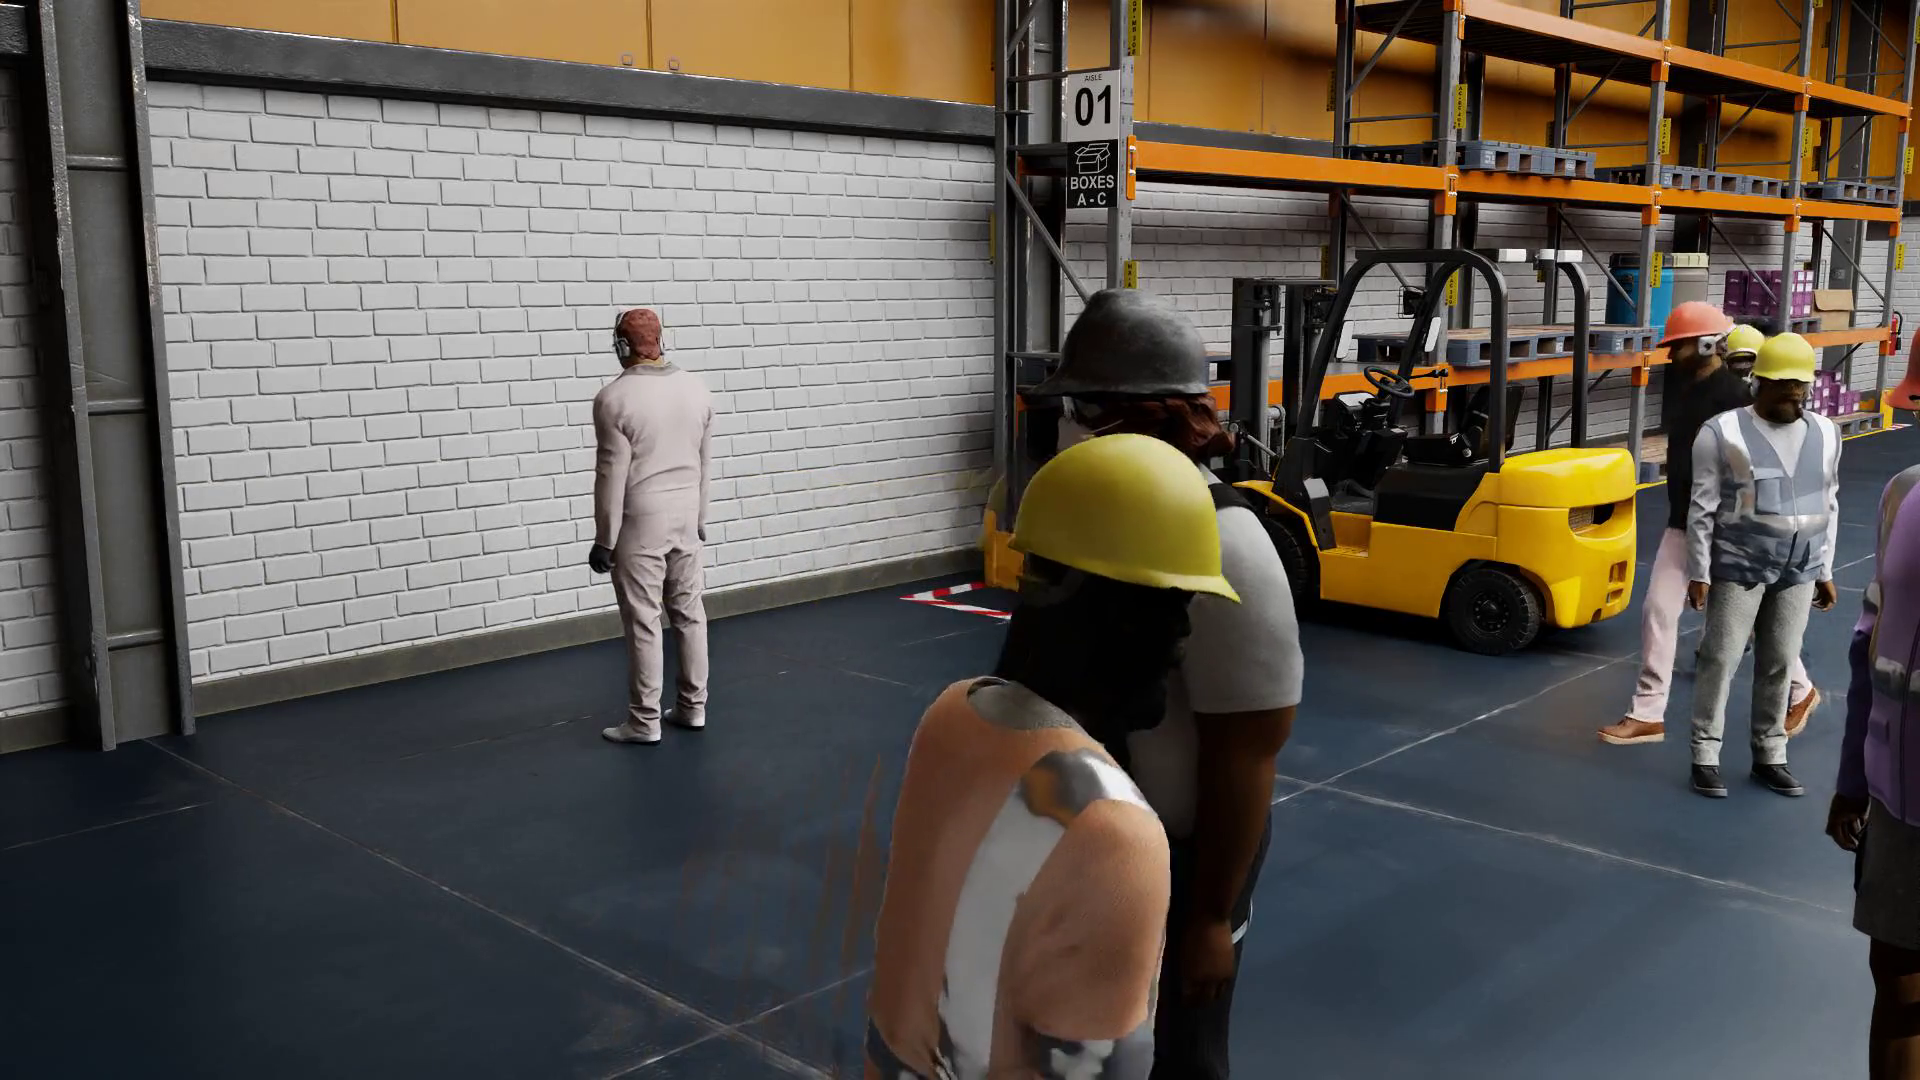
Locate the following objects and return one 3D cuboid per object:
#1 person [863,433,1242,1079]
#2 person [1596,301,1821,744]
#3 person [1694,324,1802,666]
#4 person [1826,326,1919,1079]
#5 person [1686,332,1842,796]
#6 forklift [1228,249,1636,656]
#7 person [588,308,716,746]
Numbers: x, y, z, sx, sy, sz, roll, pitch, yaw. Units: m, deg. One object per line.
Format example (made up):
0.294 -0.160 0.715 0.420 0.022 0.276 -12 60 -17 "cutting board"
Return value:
0.006 0.814 2.016 0.682 1.891 0.594 -3 10 -18 "person"
3.339 -0.069 7.260 1.021 1.943 0.622 -3 10 -16 "person"
3.989 -0.209 8.578 0.593 1.796 0.892 9 13 43 "person"
1.978 0.525 3.318 0.391 2.034 0.605 -3 10 -15 "person"
3.149 0.106 6.511 0.600 1.827 0.403 0 9 -3 "person"
2.710 -0.584 9.626 2.313 2.155 1.214 9 13 43 "forklift"
-1.366 -0.056 7.290 0.404 1.902 0.636 7 12 38 "person"
